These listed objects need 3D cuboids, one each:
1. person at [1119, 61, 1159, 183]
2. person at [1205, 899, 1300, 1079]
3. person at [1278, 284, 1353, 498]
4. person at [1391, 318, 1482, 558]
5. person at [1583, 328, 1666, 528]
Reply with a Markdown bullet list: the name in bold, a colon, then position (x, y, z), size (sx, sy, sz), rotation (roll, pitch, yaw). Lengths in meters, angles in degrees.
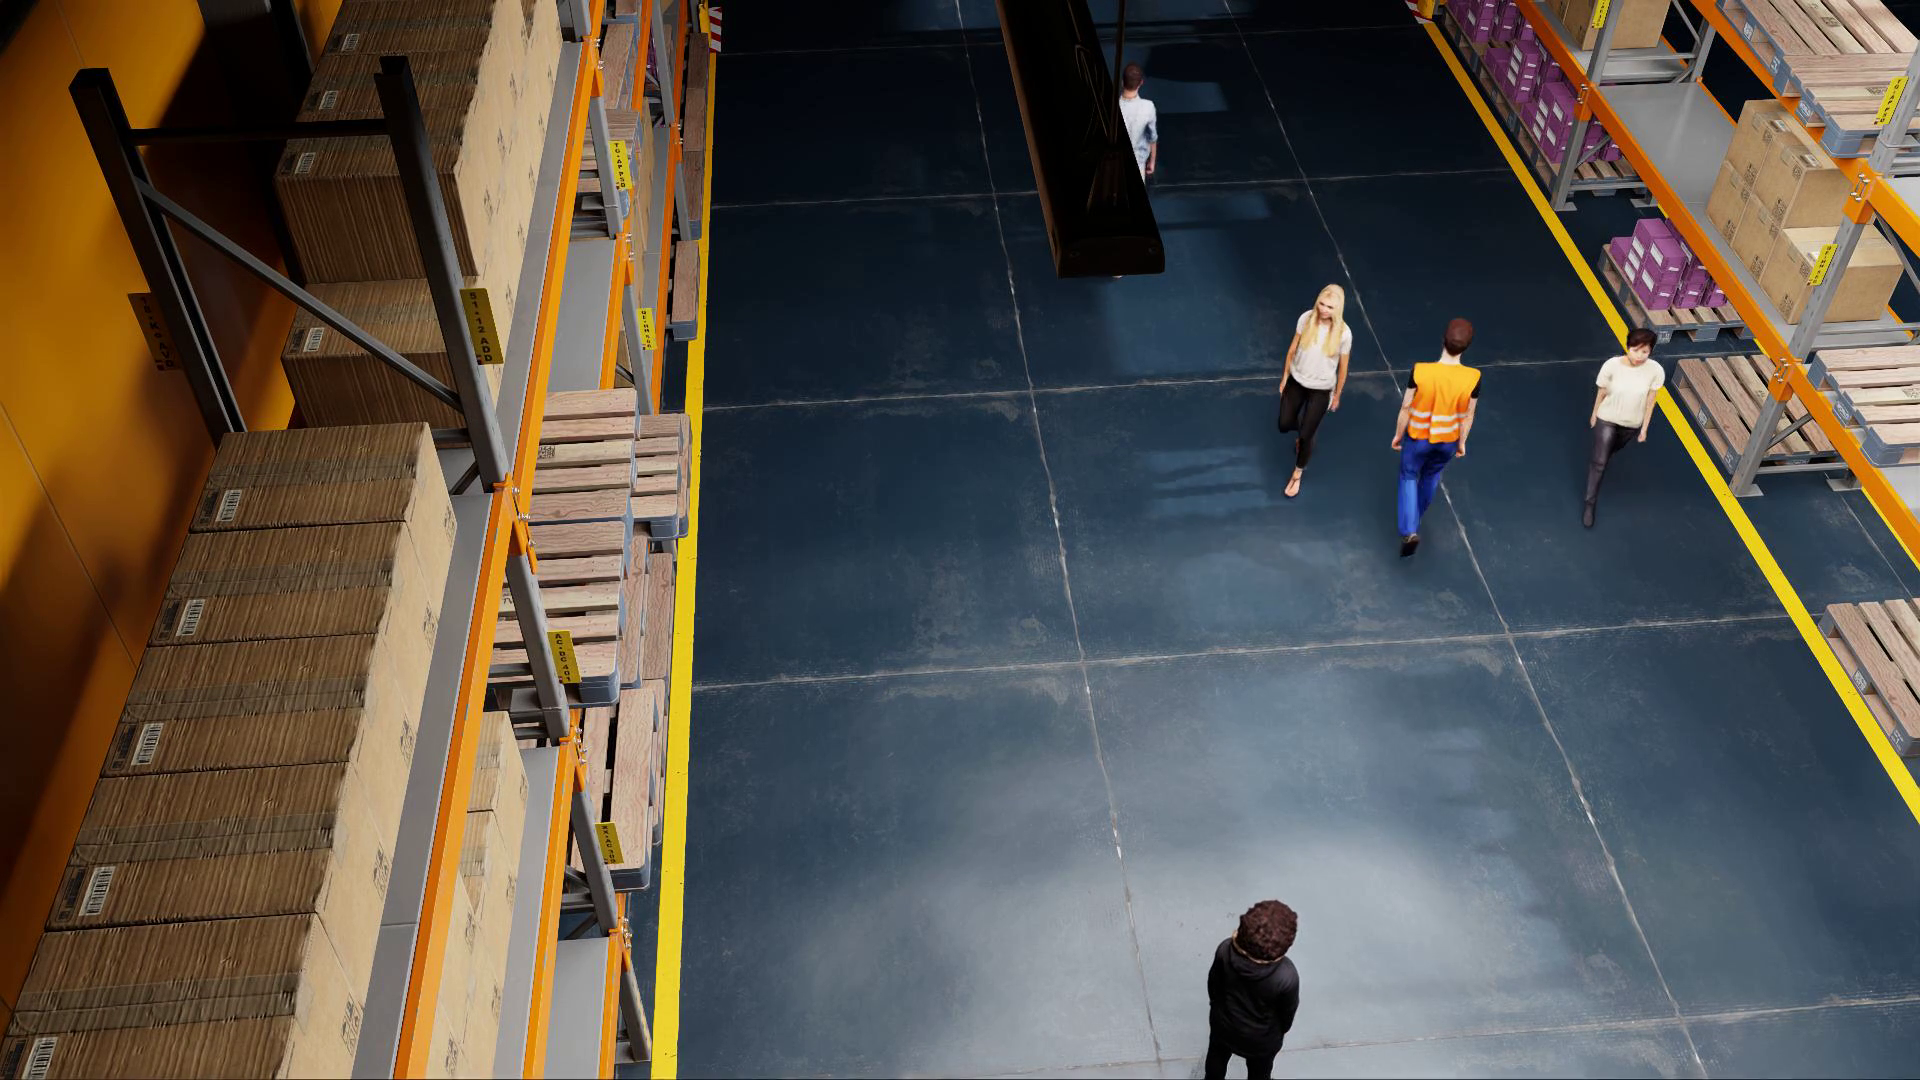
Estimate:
- **person**: position (1.425, -3.180, 14.333), size (0.873, 1.816, 1.288), rotation (6, 44, 7)
- **person**: position (1.474, 2.425, 8.476), size (0.725, 1.780, 0.758), rotation (21, 48, 21)
- **person**: position (2.611, -1.166, 12.222), size (0.858, 1.813, 0.951), rotation (21, 47, 21)
- **person**: position (3.314, -0.676, 11.666), size (0.822, 1.870, 1.085), rotation (6, 44, 6)
- **person**: position (4.811, -0.915, 12.148), size (0.759, 1.551, 1.051), rotation (8, 44, 8)
